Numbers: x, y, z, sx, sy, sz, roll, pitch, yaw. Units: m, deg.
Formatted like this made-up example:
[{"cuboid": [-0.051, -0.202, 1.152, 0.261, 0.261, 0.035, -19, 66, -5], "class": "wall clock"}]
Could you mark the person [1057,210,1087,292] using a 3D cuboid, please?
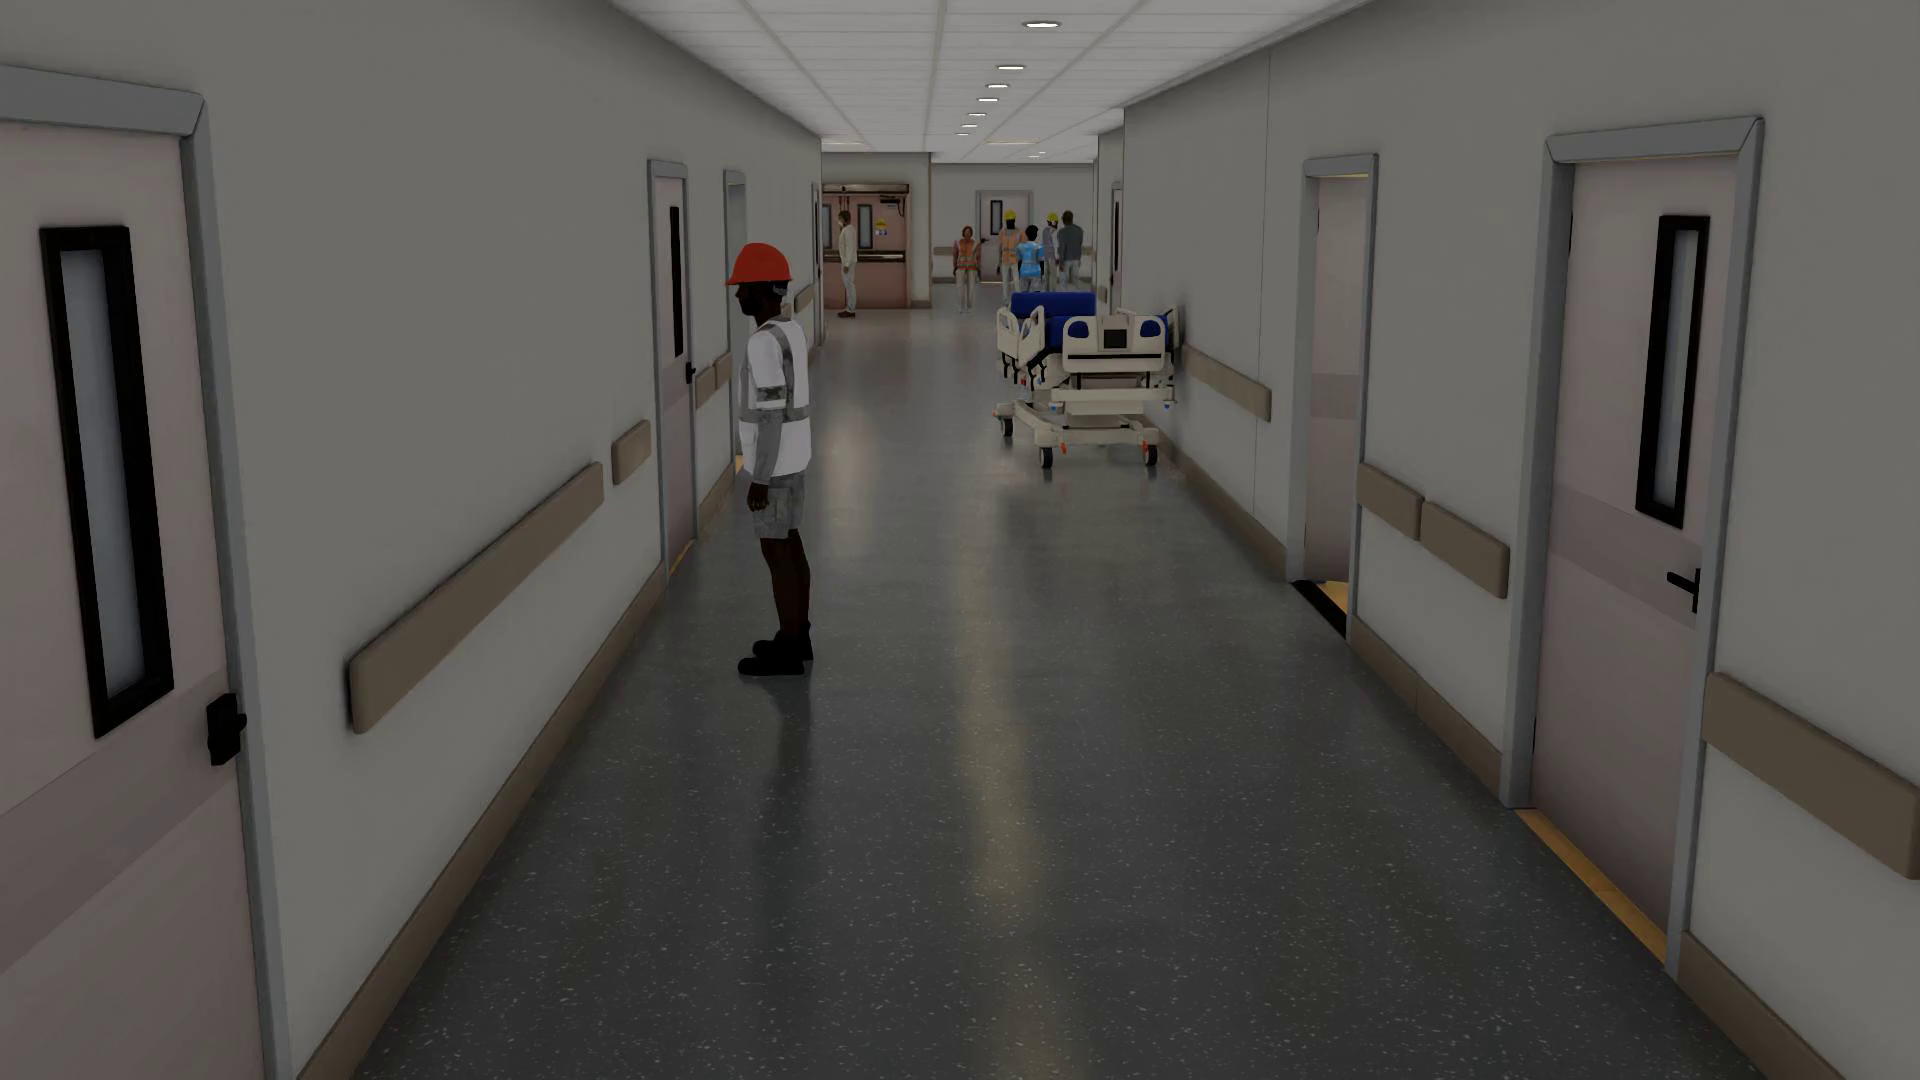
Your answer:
[{"cuboid": [2.149, -5.346, 31.836, 0.630, 1.922, 0.757, -9, 14, -36], "class": "person"}]

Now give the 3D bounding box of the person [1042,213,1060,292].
[{"cuboid": [1.982, -6.076, 35.607, 0.404, 1.833, 0.588, -6, 13, -25], "class": "person"}]

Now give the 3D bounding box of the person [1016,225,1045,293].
[{"cuboid": [1.208, -4.479, 28.175, 0.532, 1.693, 0.319, 7, 13, 30], "class": "person"}]

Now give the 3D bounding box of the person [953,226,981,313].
[{"cuboid": [0.134, -5.063, 31.173, 0.537, 1.614, 0.578, 1, 12, 3], "class": "person"}]

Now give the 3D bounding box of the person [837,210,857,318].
[{"cuboid": [-2.043, -4.994, 30.088, 0.373, 1.936, 0.629, -1, 12, -6], "class": "person"}]

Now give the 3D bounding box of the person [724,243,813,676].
[{"cuboid": [-0.862, -0.353, 7.476, 0.372, 1.934, 0.551, 2, 12, 8], "class": "person"}]

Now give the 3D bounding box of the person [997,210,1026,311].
[{"cuboid": [0.968, -5.300, 31.628, 0.595, 1.930, 0.391, 7, 13, 30], "class": "person"}]
